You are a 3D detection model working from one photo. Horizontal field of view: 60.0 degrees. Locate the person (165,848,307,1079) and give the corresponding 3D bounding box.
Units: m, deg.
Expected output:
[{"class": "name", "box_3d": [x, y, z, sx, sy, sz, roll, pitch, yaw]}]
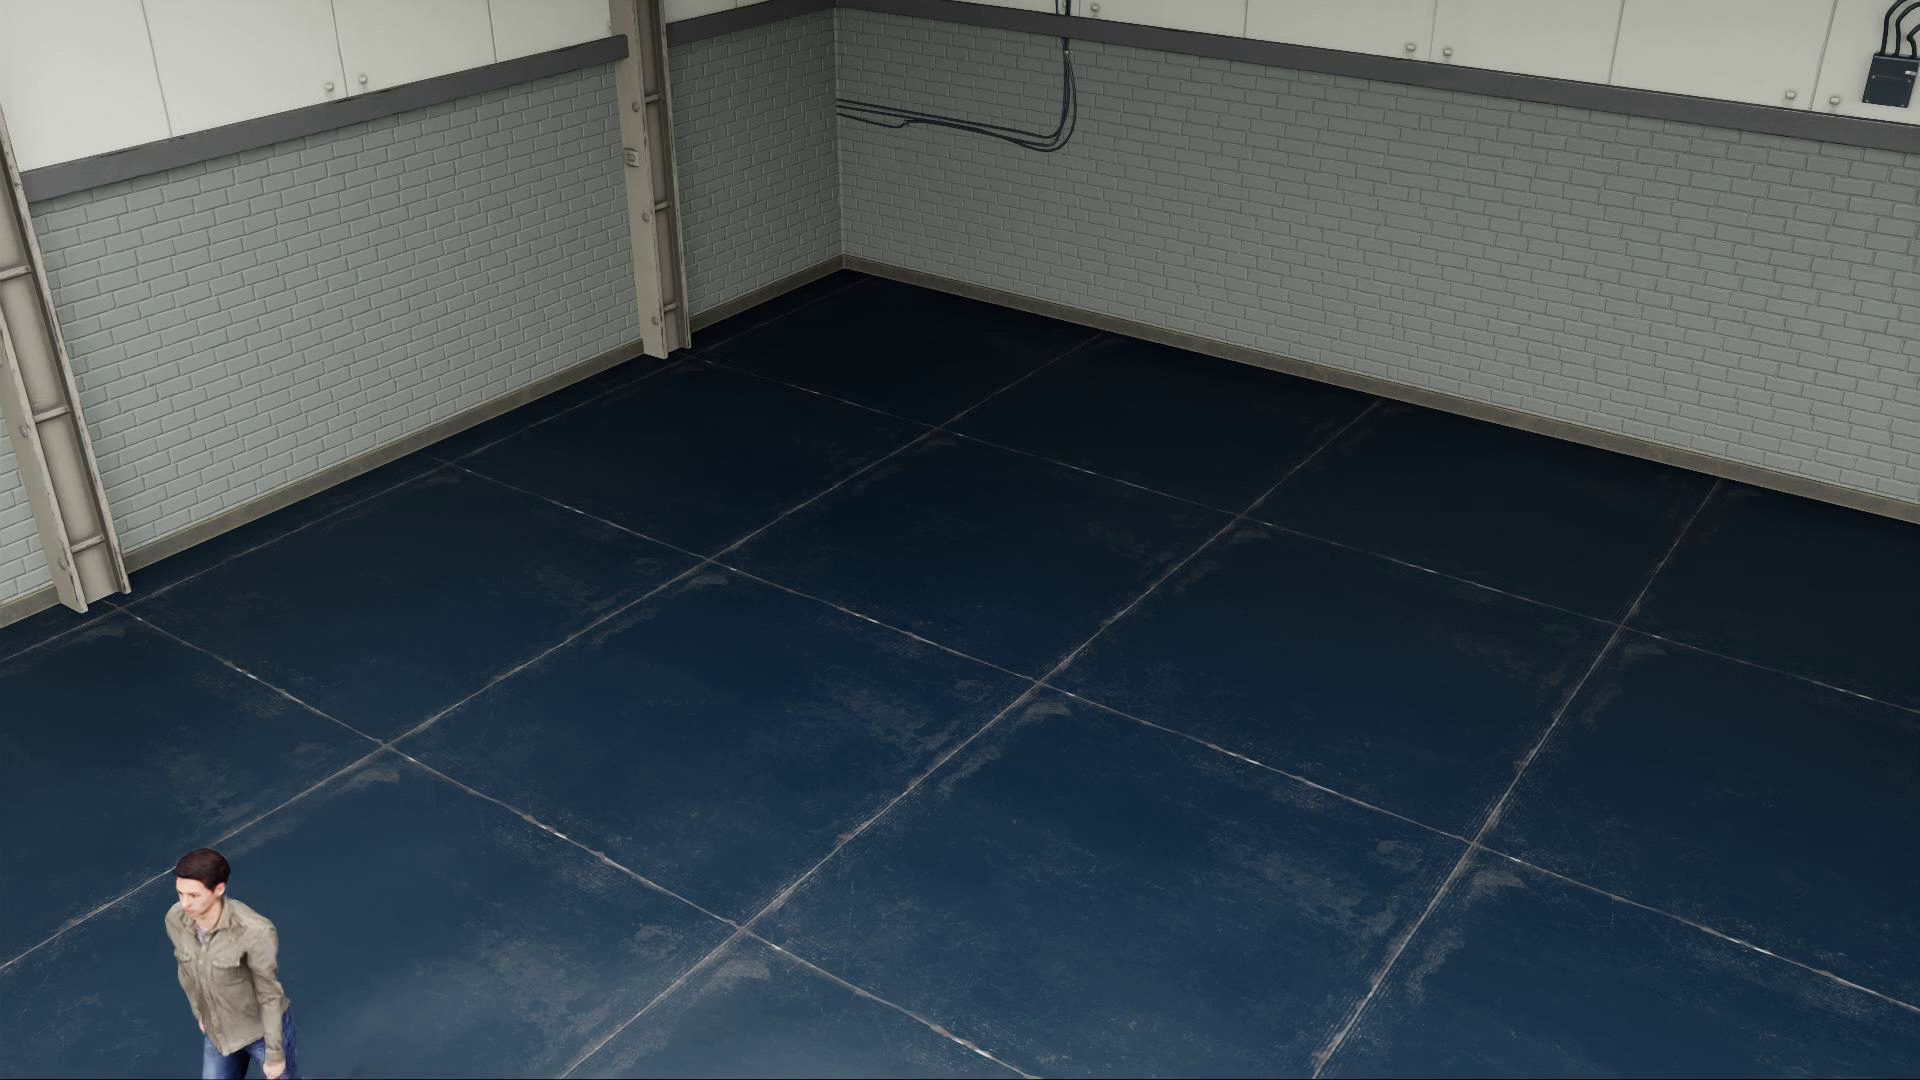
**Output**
[{"class": "person", "box_3d": [-3.028, 2.039, 7.210, 0.877, 1.844, 0.969, 6, 29, 12]}]
